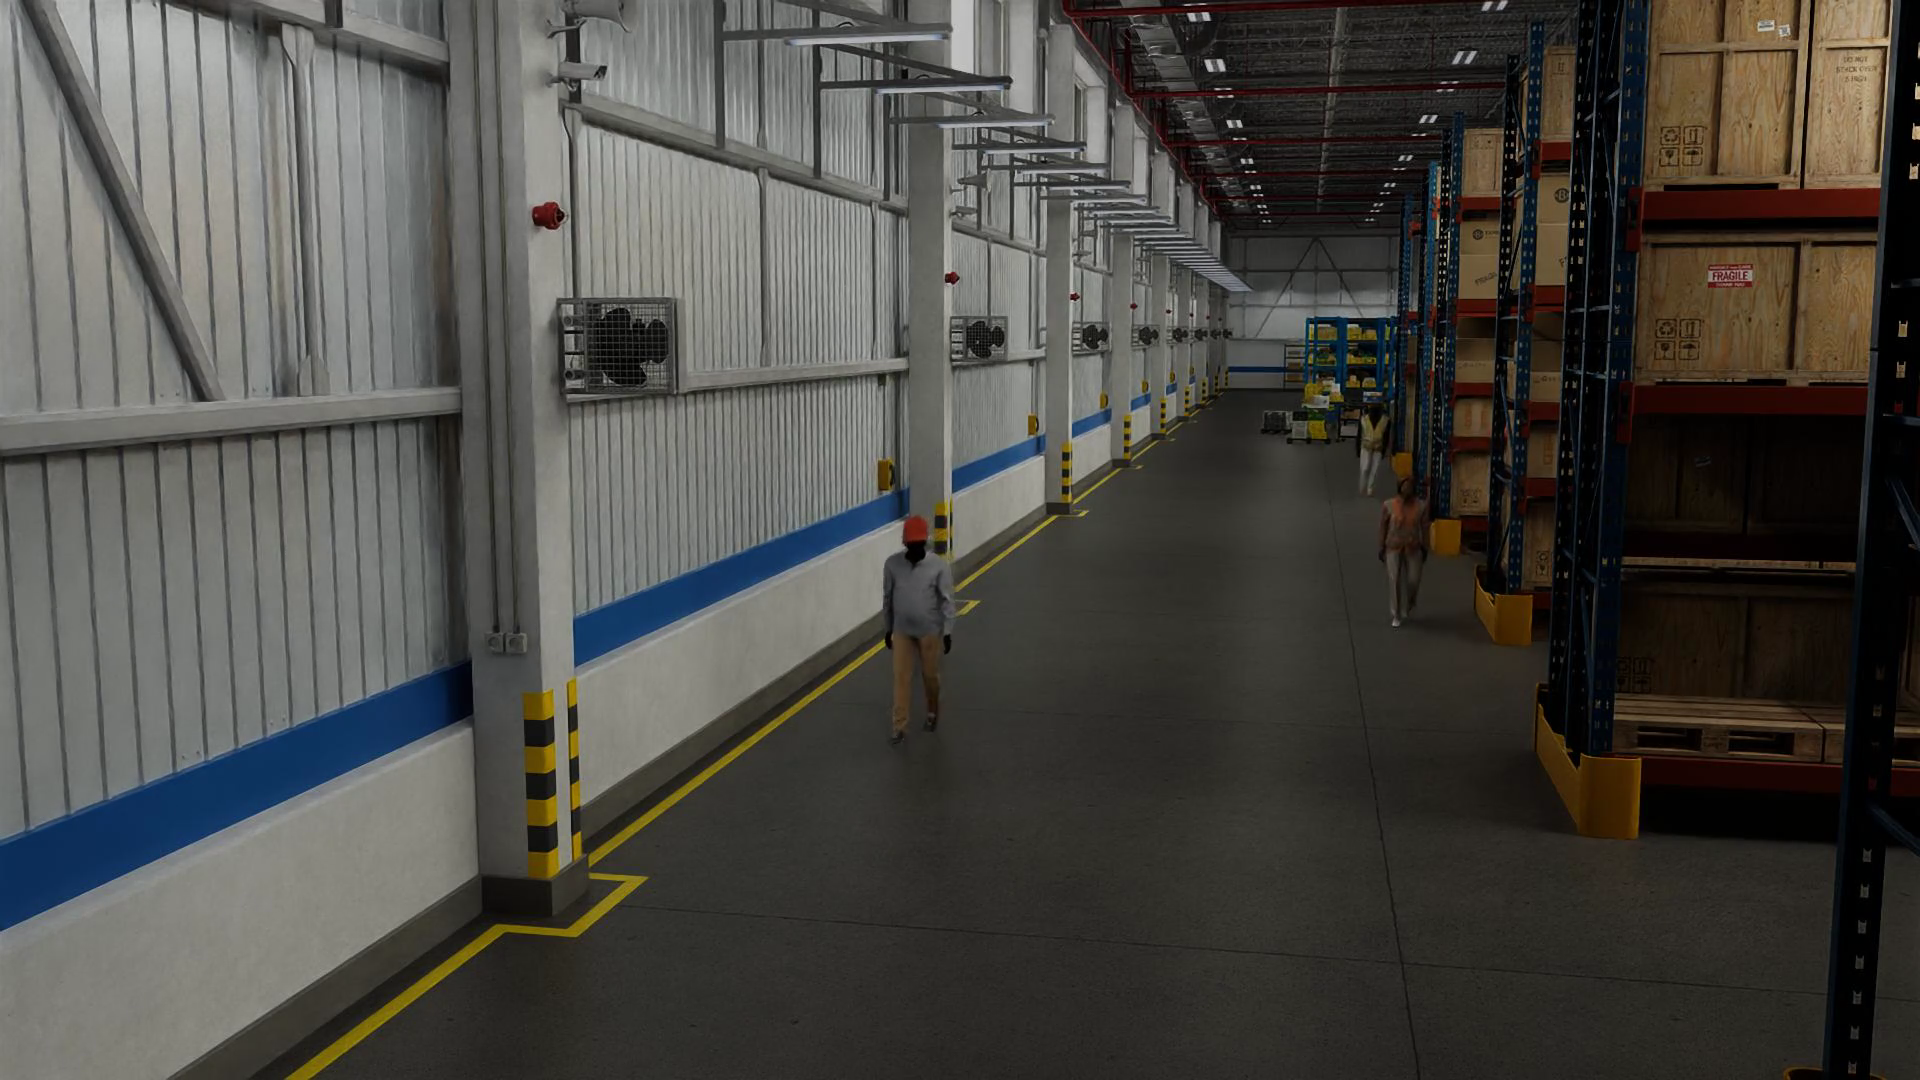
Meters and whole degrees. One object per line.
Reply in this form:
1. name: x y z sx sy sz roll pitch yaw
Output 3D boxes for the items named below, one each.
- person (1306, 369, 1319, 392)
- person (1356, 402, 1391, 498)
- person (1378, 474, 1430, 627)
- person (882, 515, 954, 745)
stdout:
1. person: 12.199 -4.991 57.473 0.565 1.841 0.387 -1 7 -7
2. person: 7.716 -1.674 31.056 0.628 1.801 0.775 1 7 11
3. person: 4.658 0.114 17.470 0.530 1.629 0.362 2 7 13
4. person: -0.326 0.664 12.704 0.582 1.724 0.742 2 7 15
